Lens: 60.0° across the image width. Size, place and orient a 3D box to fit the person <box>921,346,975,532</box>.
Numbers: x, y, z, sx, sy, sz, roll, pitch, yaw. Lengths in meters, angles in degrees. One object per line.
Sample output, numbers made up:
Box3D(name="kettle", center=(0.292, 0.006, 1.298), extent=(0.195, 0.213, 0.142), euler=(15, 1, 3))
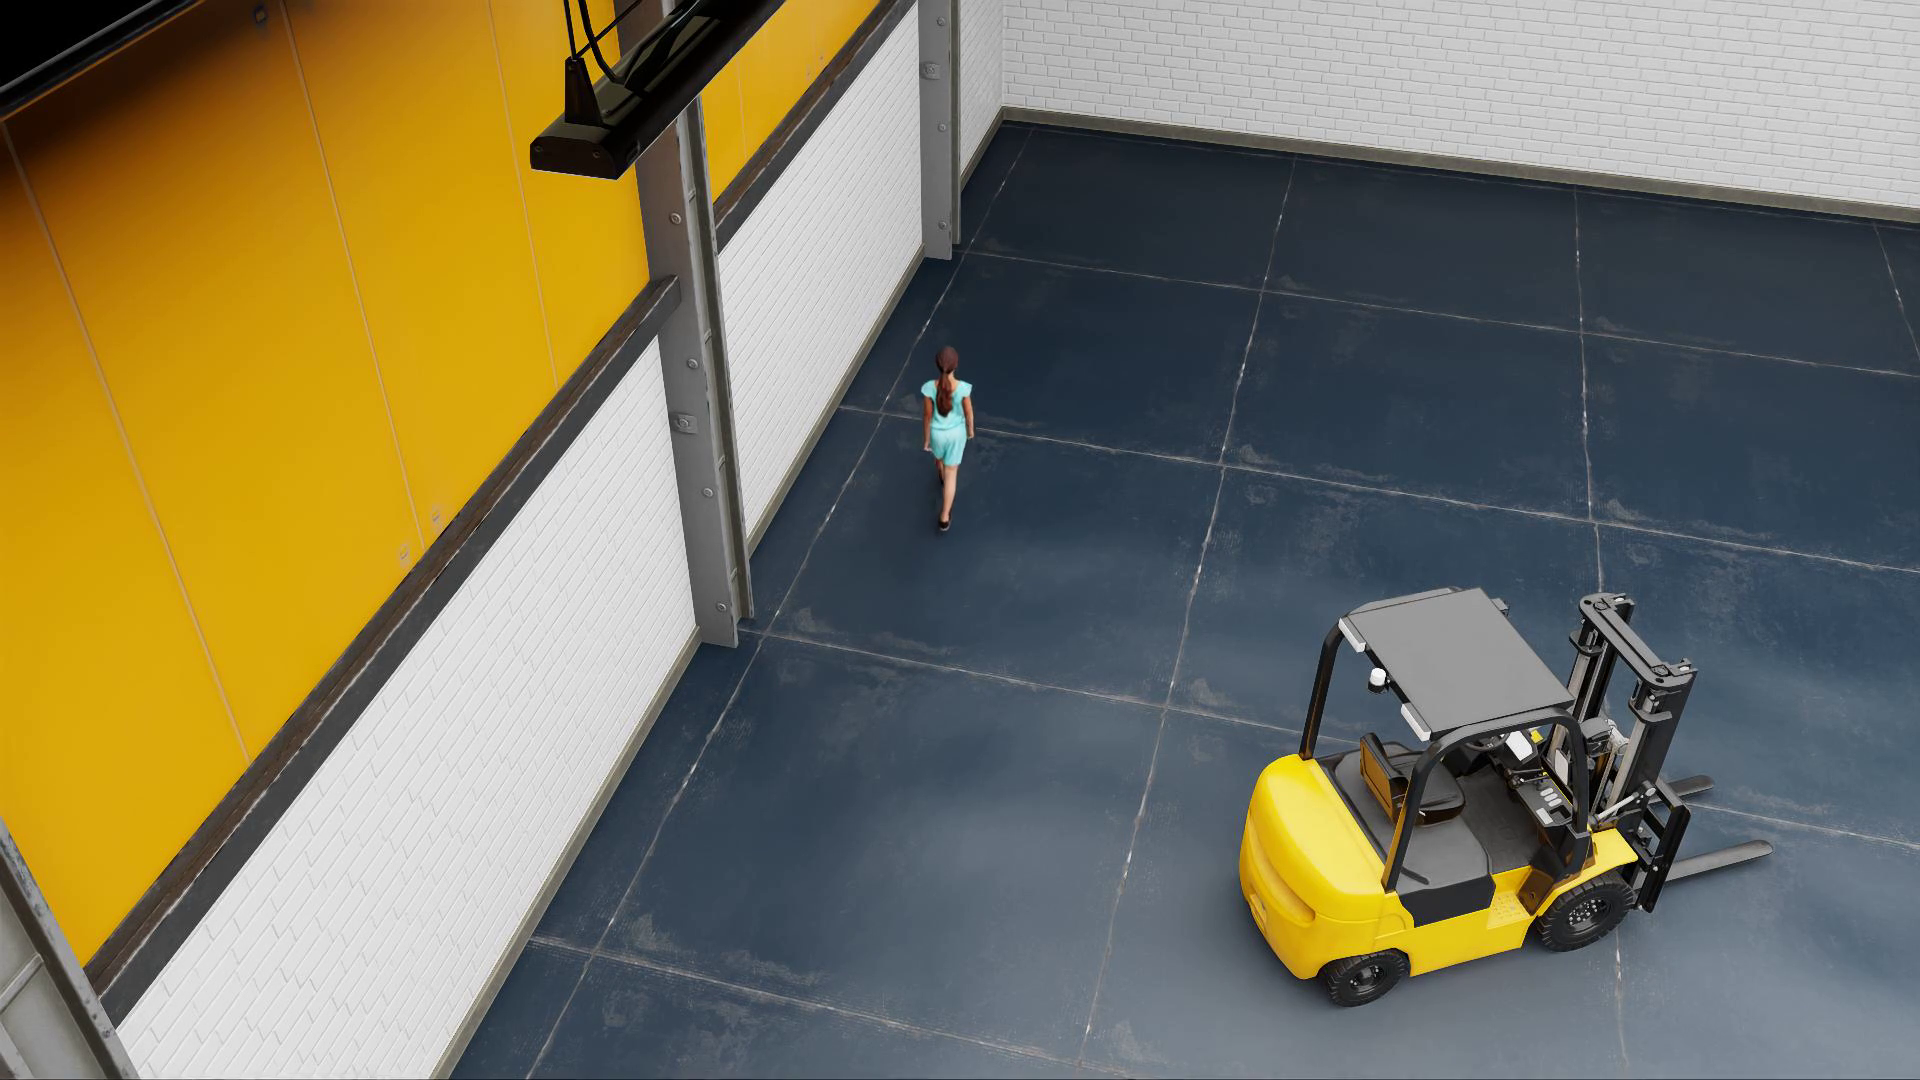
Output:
Box3D(name="person", center=(-0.102, -0.764, 12.966), extent=(0.680, 1.512, 1.072), euler=(3, 39, 3))
